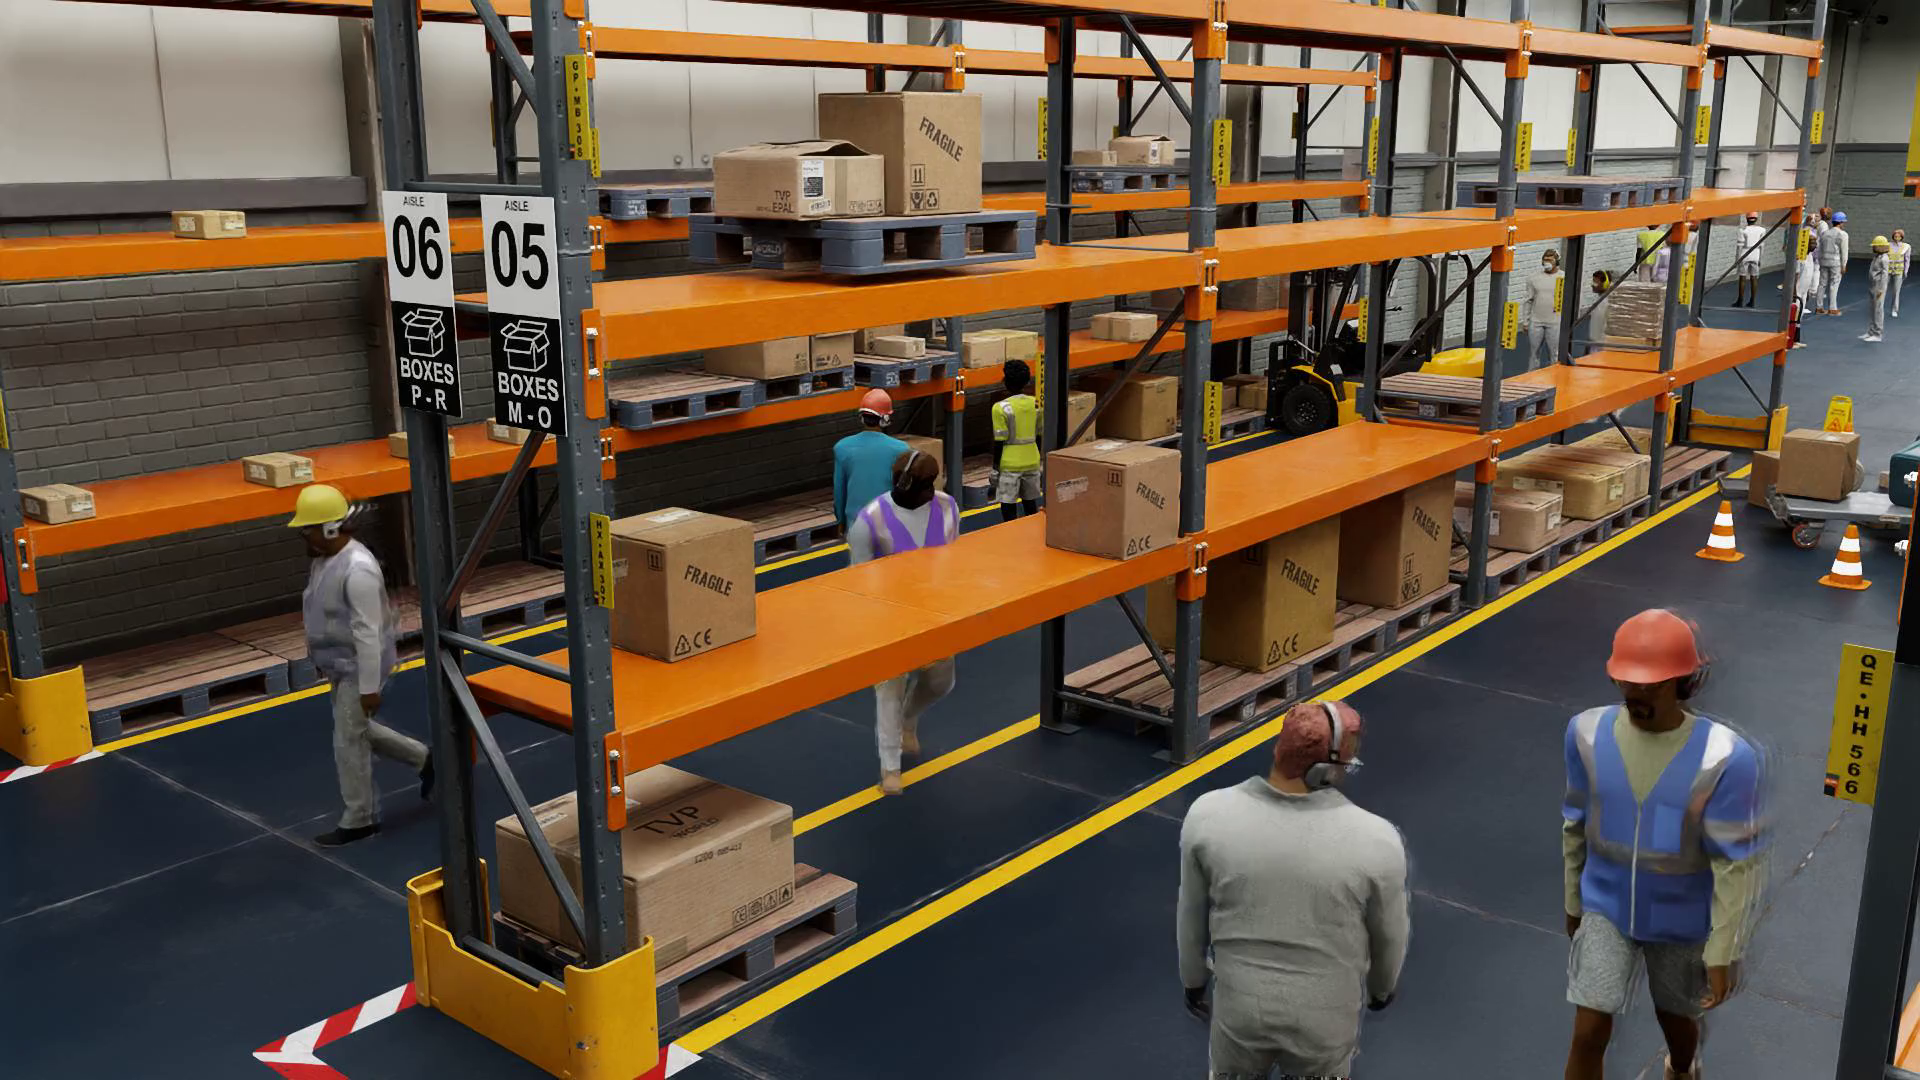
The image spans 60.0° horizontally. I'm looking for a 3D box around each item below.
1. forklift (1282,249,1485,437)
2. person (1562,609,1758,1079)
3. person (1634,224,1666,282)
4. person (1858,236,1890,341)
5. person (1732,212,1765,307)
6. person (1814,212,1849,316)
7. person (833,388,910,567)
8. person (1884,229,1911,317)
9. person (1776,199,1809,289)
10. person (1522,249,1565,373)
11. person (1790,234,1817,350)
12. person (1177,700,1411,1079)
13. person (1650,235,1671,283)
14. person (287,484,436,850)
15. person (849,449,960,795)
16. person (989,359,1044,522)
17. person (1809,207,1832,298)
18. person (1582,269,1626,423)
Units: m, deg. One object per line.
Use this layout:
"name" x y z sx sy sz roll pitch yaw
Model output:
"forklift" 4.886 -2.214 18.767 2.313 2.155 1.214 11 18 38
"person" 2.247 1.166 5.412 0.615 2.003 1.012 11 17 37
"person" 13.304 -5.308 32.083 0.566 1.846 0.389 1 14 4
"person" 15.282 -4.191 27.750 0.322 1.741 0.490 3 14 12
"person" 15.661 -5.590 33.057 0.542 1.931 0.375 0 14 -1
"person" 16.582 -5.243 31.607 0.390 1.948 0.607 -6 15 -23
"person" -0.569 -0.156 11.296 0.573 1.749 0.339 4 14 14
"person" 17.633 -5.044 31.437 0.514 1.639 0.310 8 16 30
"person" 18.439 -6.548 36.718 0.366 2.047 0.608 -7 15 -26
"person" 7.719 -2.855 21.903 0.635 1.938 0.359 9 16 33
"person" 13.476 -3.973 26.680 0.503 1.837 0.350 -11 18 -39
"person" 0.981 1.338 4.967 0.676 1.875 0.500 5 15 21
"person" 12.876 -4.763 30.319 0.537 1.617 0.523 -1 14 -6
"person" -2.898 0.587 8.171 0.657 1.803 0.624 -10 17 -35
"person" -0.285 0.403 8.873 0.679 1.823 0.525 -6 15 -23
"person" 0.444 -0.581 13.142 0.540 1.695 0.317 -12 18 -40
"person" 18.144 -6.061 35.075 0.355 1.883 0.573 3 14 13
"person" 7.612 -2.288 19.769 0.496 1.853 0.533 0 14 2
